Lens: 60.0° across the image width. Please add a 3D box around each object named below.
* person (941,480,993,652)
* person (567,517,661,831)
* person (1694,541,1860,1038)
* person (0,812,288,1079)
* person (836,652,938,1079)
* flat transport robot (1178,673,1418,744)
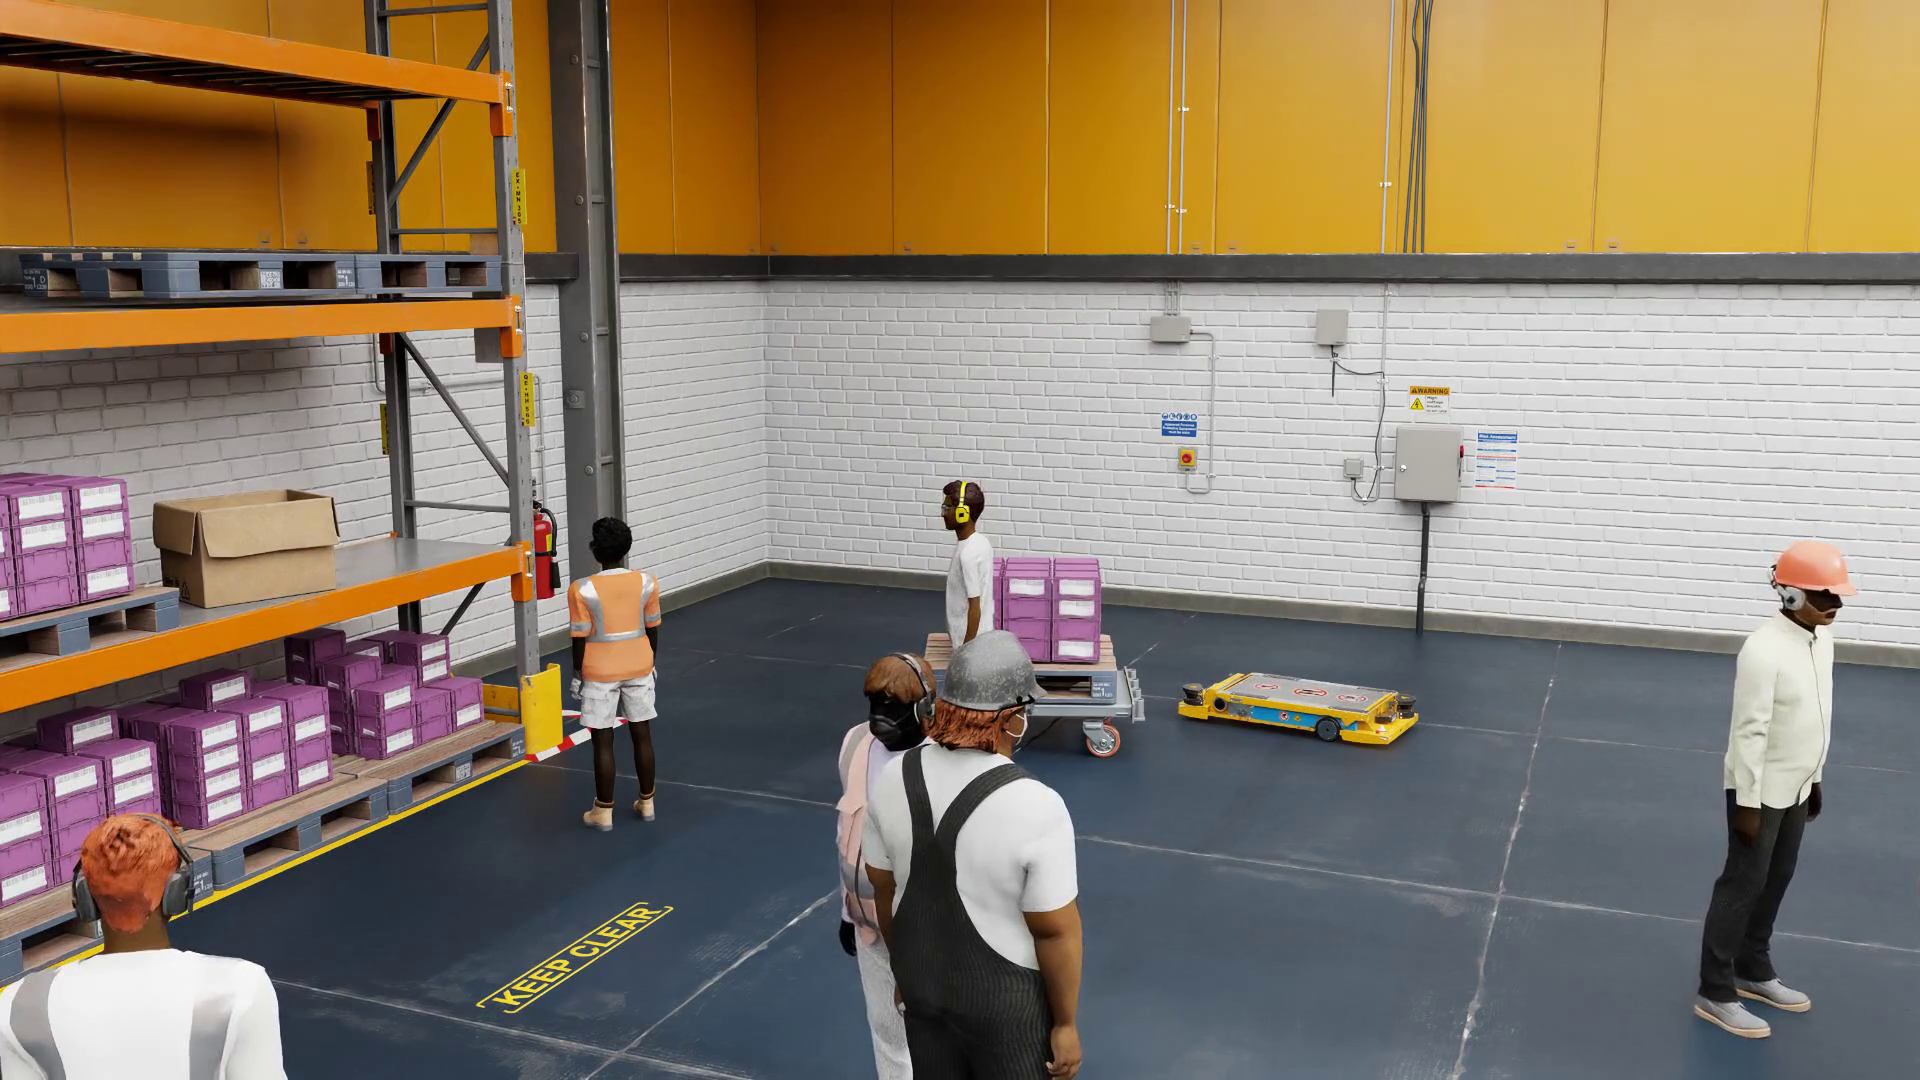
[{"bbox_3d":[0.022,0.604,9.172,0.316,1.860,0.531,1,9,4],"label":"person"},{"bbox_3d":[-1.859,0.716,8.977,0.535,1.700,0.318,-7,12,-36],"label":"person"},{"bbox_3d":[3.259,0.976,6.578,0.635,1.981,0.428,-8,12,-39],"label":"person"},{"bbox_3d":[-1.730,1.505,3.628,0.573,1.887,0.356,-2,10,-11],"label":"person"},{"bbox_3d":[-0.161,1.252,5.367,0.431,1.833,0.643,-8,13,-42],"label":"person"},{"bbox_3d":[2.236,1.092,11.019,1.431,0.197,0.652,6,11,31],"label":"flat transport robot"}]
